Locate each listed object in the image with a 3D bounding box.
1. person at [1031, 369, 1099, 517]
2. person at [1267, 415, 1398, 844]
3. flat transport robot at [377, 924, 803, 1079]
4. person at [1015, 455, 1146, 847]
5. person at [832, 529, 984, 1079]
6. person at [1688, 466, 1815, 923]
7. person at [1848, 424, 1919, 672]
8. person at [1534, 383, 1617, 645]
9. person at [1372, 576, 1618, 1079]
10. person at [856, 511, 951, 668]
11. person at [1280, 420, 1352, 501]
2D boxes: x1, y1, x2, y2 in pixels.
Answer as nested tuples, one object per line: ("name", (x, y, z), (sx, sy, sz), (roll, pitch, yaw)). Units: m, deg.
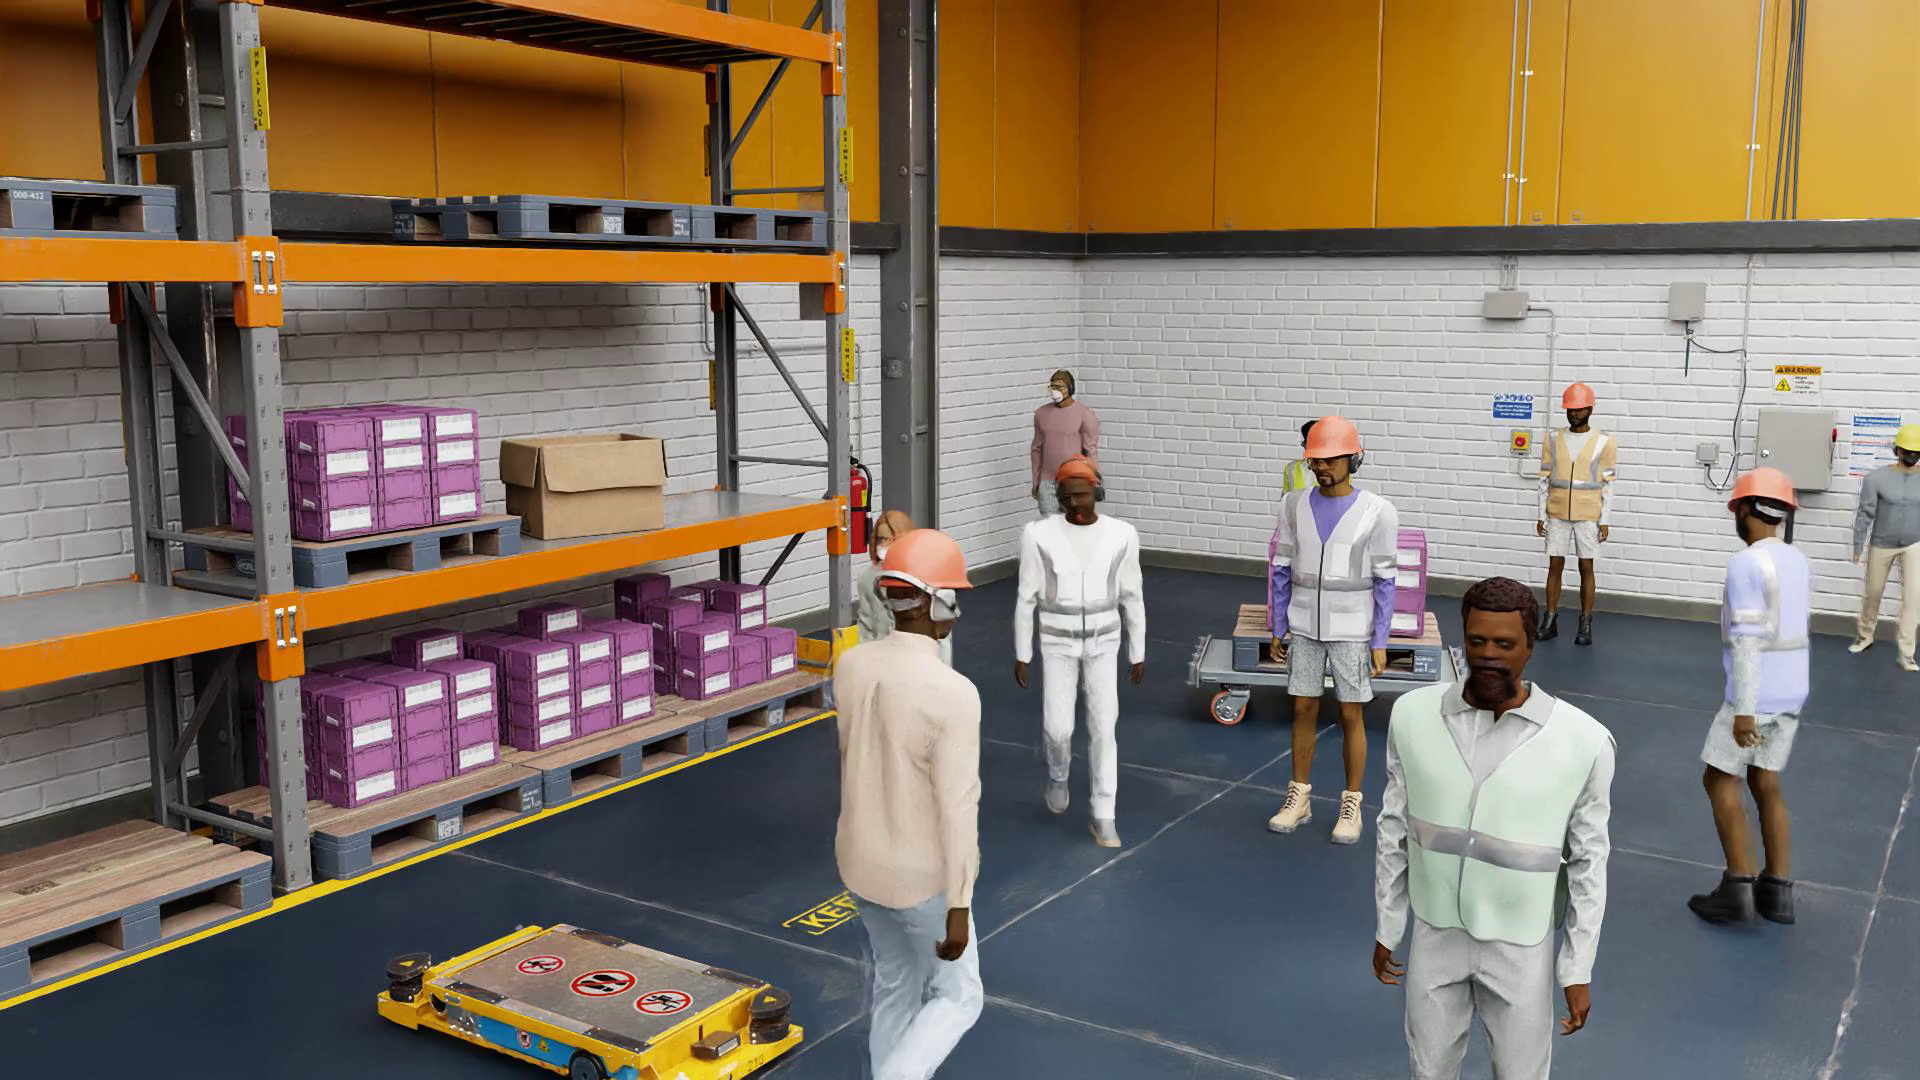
("person", (0.876, -0.487, 14.218), (0.631, 1.939, 0.370), (6, 10, 32))
("person", (1.762, 0.425, 7.950), (0.609, 2.043, 0.376), (6, 10, 32))
("flat transport robot", (-1.317, 1.631, 5.844), (1.431, 0.197, 0.652), (6, 10, 32))
("person", (0.574, 0.511, 7.974), (0.646, 1.873, 0.510), (-1, 9, -4))
("person", (-0.174, 0.950, 4.808), (0.548, 1.965, 0.626), (-8, 12, -42))
("person", (3.360, 0.644, 7.016), (0.595, 1.888, 0.516), (-6, 11, -35))
("person", (6.563, 0.016, 11.704), (0.539, 1.715, 0.766), (3, 9, 18))
("person", (4.541, -0.193, 12.309), (0.547, 1.938, 0.359), (6, 10, 32))
("person", (1.373, 1.038, 4.359), (0.591, 1.922, 0.390), (6, 10, 32))
("person", (-0.252, 0.646, 7.971), (0.511, 1.610, 0.448), (5, 10, 31))
("person", (2.534, -0.015, 11.928), (0.537, 1.696, 0.318), (6, 10, 32))
